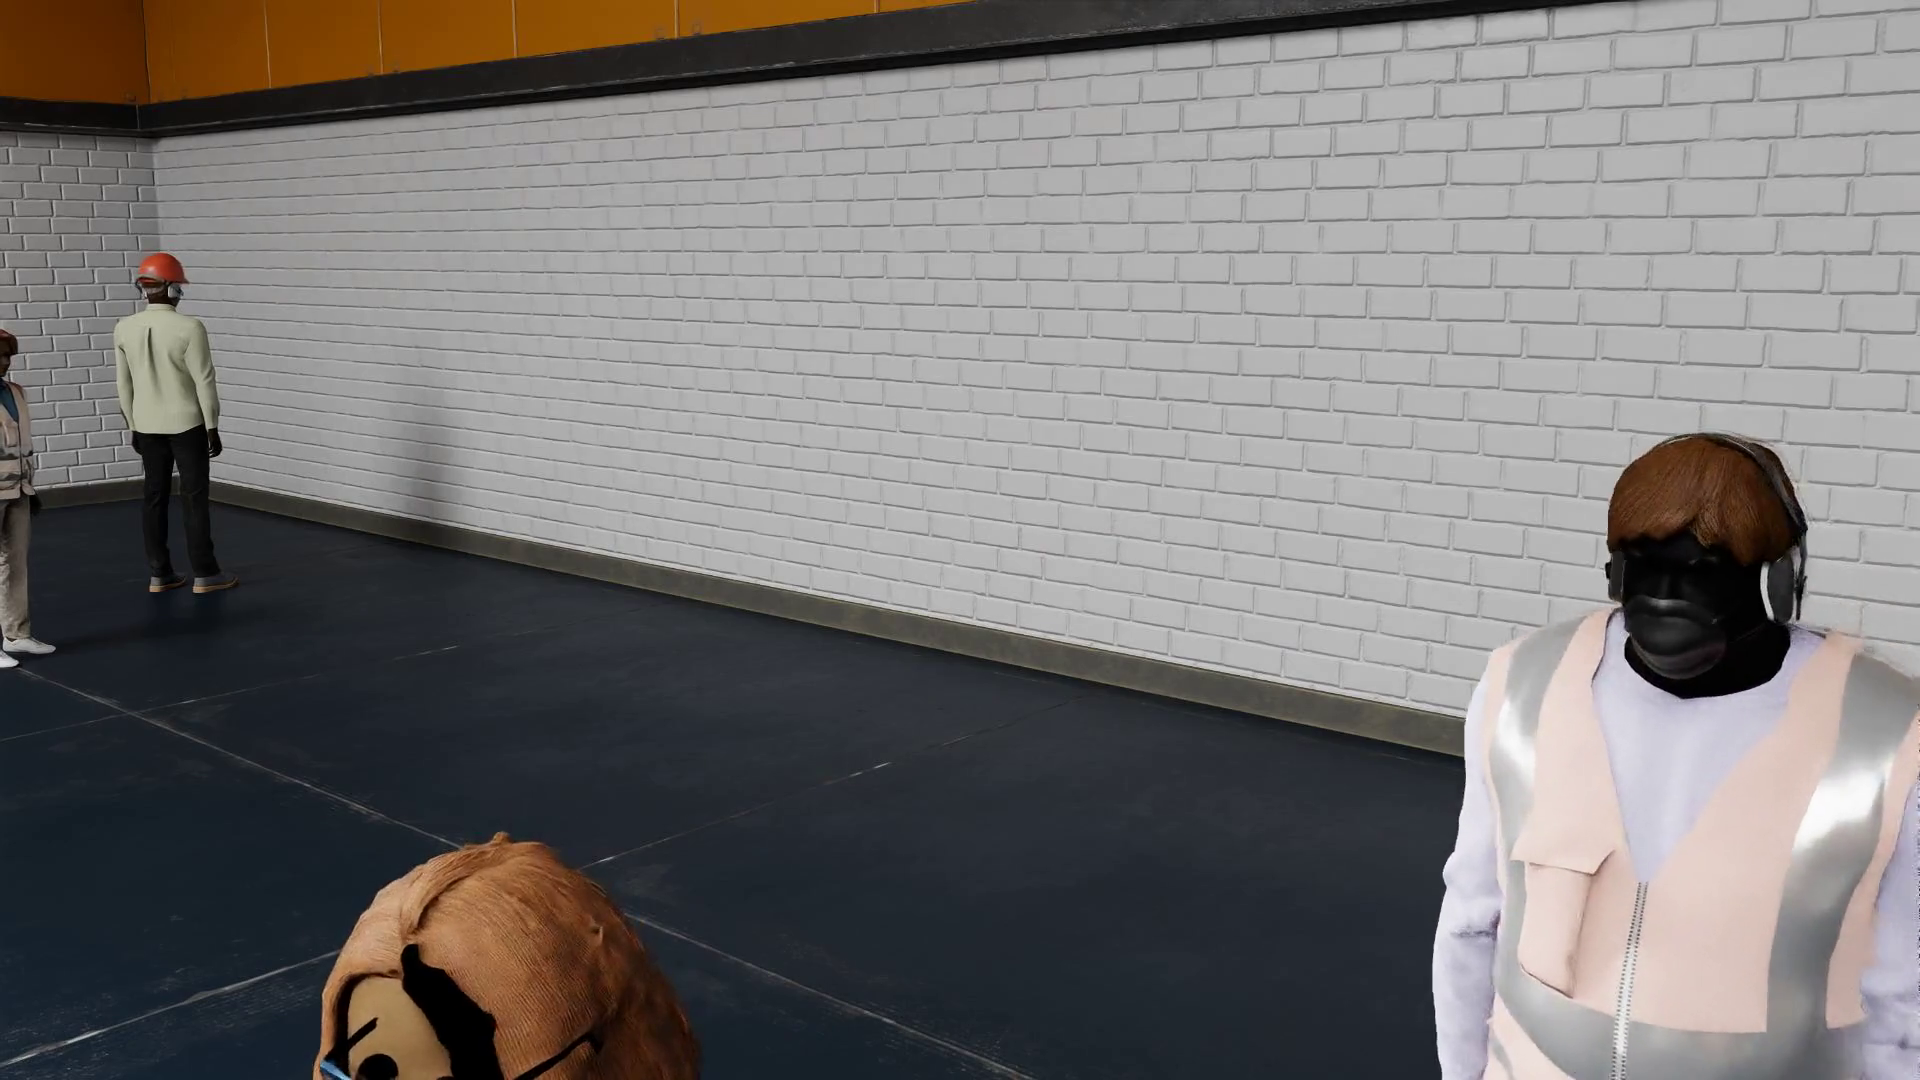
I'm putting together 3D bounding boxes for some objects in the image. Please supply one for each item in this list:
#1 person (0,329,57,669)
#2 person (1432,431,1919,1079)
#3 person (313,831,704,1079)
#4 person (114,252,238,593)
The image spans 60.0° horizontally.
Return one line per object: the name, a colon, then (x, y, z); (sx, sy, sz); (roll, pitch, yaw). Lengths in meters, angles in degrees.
person: (-4.677, -0.205, 8.097); (0.310, 1.636, 0.522); (1, 10, 4)
person: (0.949, 0.747, 2.177); (0.635, 1.817, 0.697); (8, 13, 39)
person: (-0.301, 1.001, 1.243); (0.507, 1.631, 0.268); (4, 11, 20)
person: (-4.616, -0.677, 9.764); (0.608, 1.996, 0.376); (2, 10, 9)
